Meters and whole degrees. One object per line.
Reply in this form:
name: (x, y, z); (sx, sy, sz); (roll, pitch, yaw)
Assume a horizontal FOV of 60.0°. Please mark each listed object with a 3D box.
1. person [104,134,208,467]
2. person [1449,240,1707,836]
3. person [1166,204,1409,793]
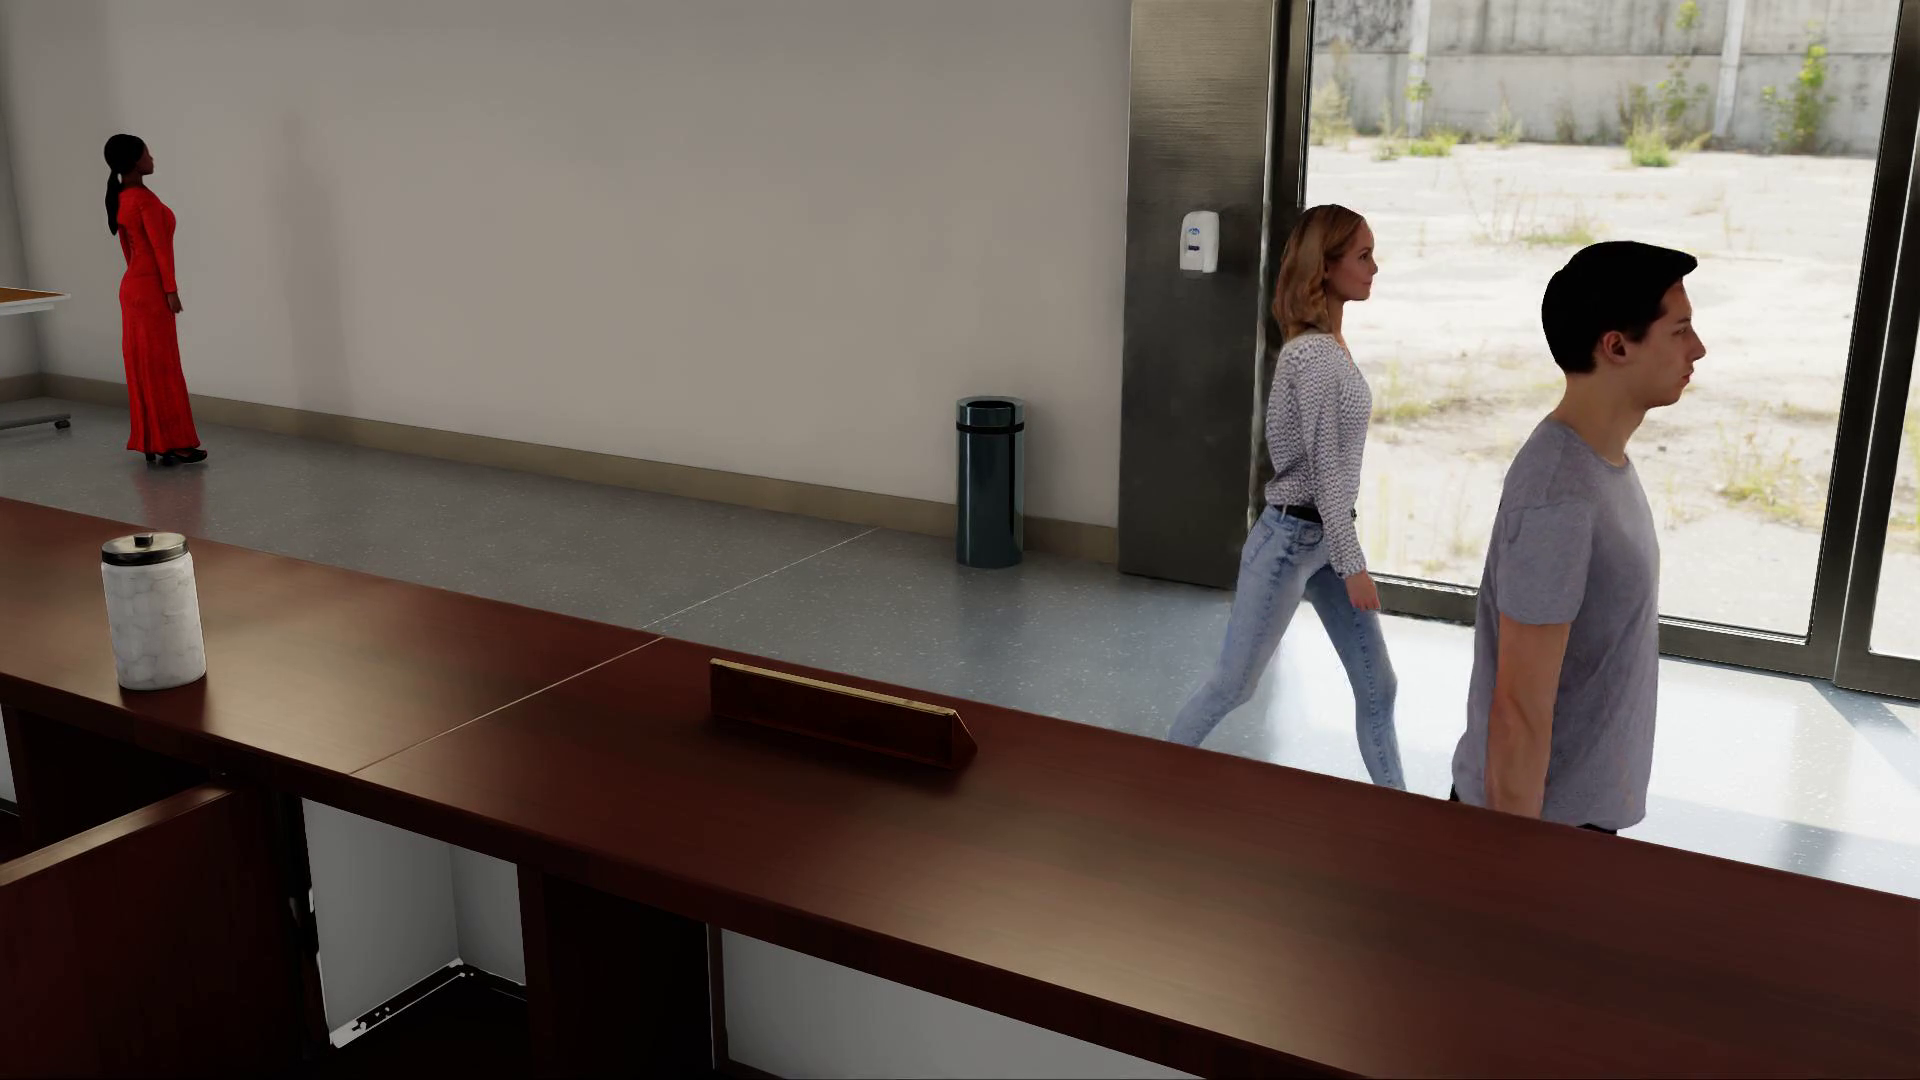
person: (-4.434, -1.303, 9.080); (0.661, 1.784, 0.641); (13, 21, 39)
person: (0.873, 0.442, 2.761); (0.761, 1.856, 0.625); (8, 18, 26)
person: (0.796, 0.066, 4.300); (0.717, 1.743, 1.146); (7, 17, 24)
